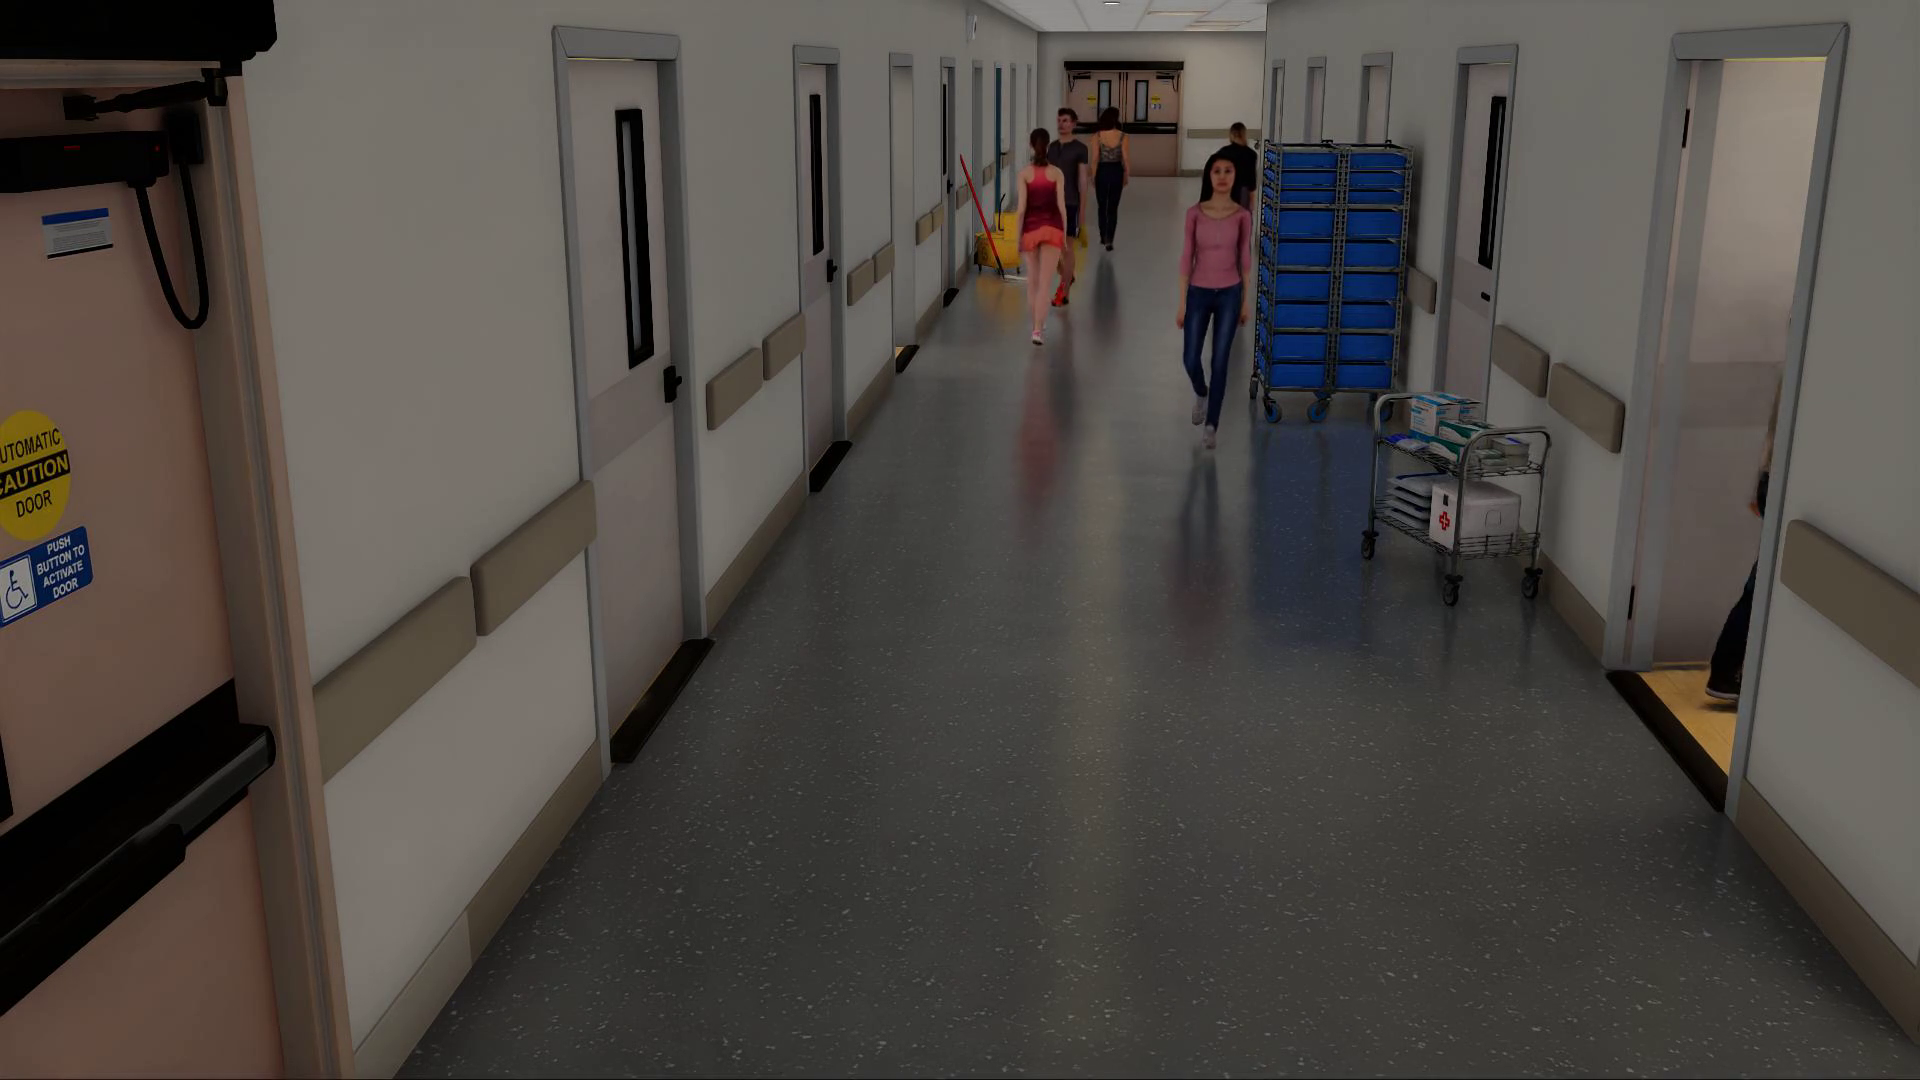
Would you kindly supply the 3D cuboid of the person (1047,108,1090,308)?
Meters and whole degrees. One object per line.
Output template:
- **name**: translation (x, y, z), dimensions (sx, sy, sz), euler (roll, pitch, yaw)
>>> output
- **person**: translation (1.032, -3.163, 15.852), dimensions (0.823, 1.845, 0.878), euler (11, 19, 34)

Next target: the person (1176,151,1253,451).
- **person**: translation (1.516, -1.442, 9.947), dimensions (0.603, 1.736, 0.779), euler (2, 16, 9)

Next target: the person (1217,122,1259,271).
- **person**: translation (2.903, -3.558, 17.671), dimensions (0.646, 1.618, 1.059), euler (3, 16, 10)

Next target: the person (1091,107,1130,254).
- **person**: translation (1.837, -4.390, 20.415), dimensions (0.662, 1.731, 1.089), euler (2, 16, 8)

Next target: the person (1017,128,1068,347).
- **person**: translation (0.653, -2.402, 13.397), dimensions (0.696, 1.712, 1.201), euler (4, 16, 12)
